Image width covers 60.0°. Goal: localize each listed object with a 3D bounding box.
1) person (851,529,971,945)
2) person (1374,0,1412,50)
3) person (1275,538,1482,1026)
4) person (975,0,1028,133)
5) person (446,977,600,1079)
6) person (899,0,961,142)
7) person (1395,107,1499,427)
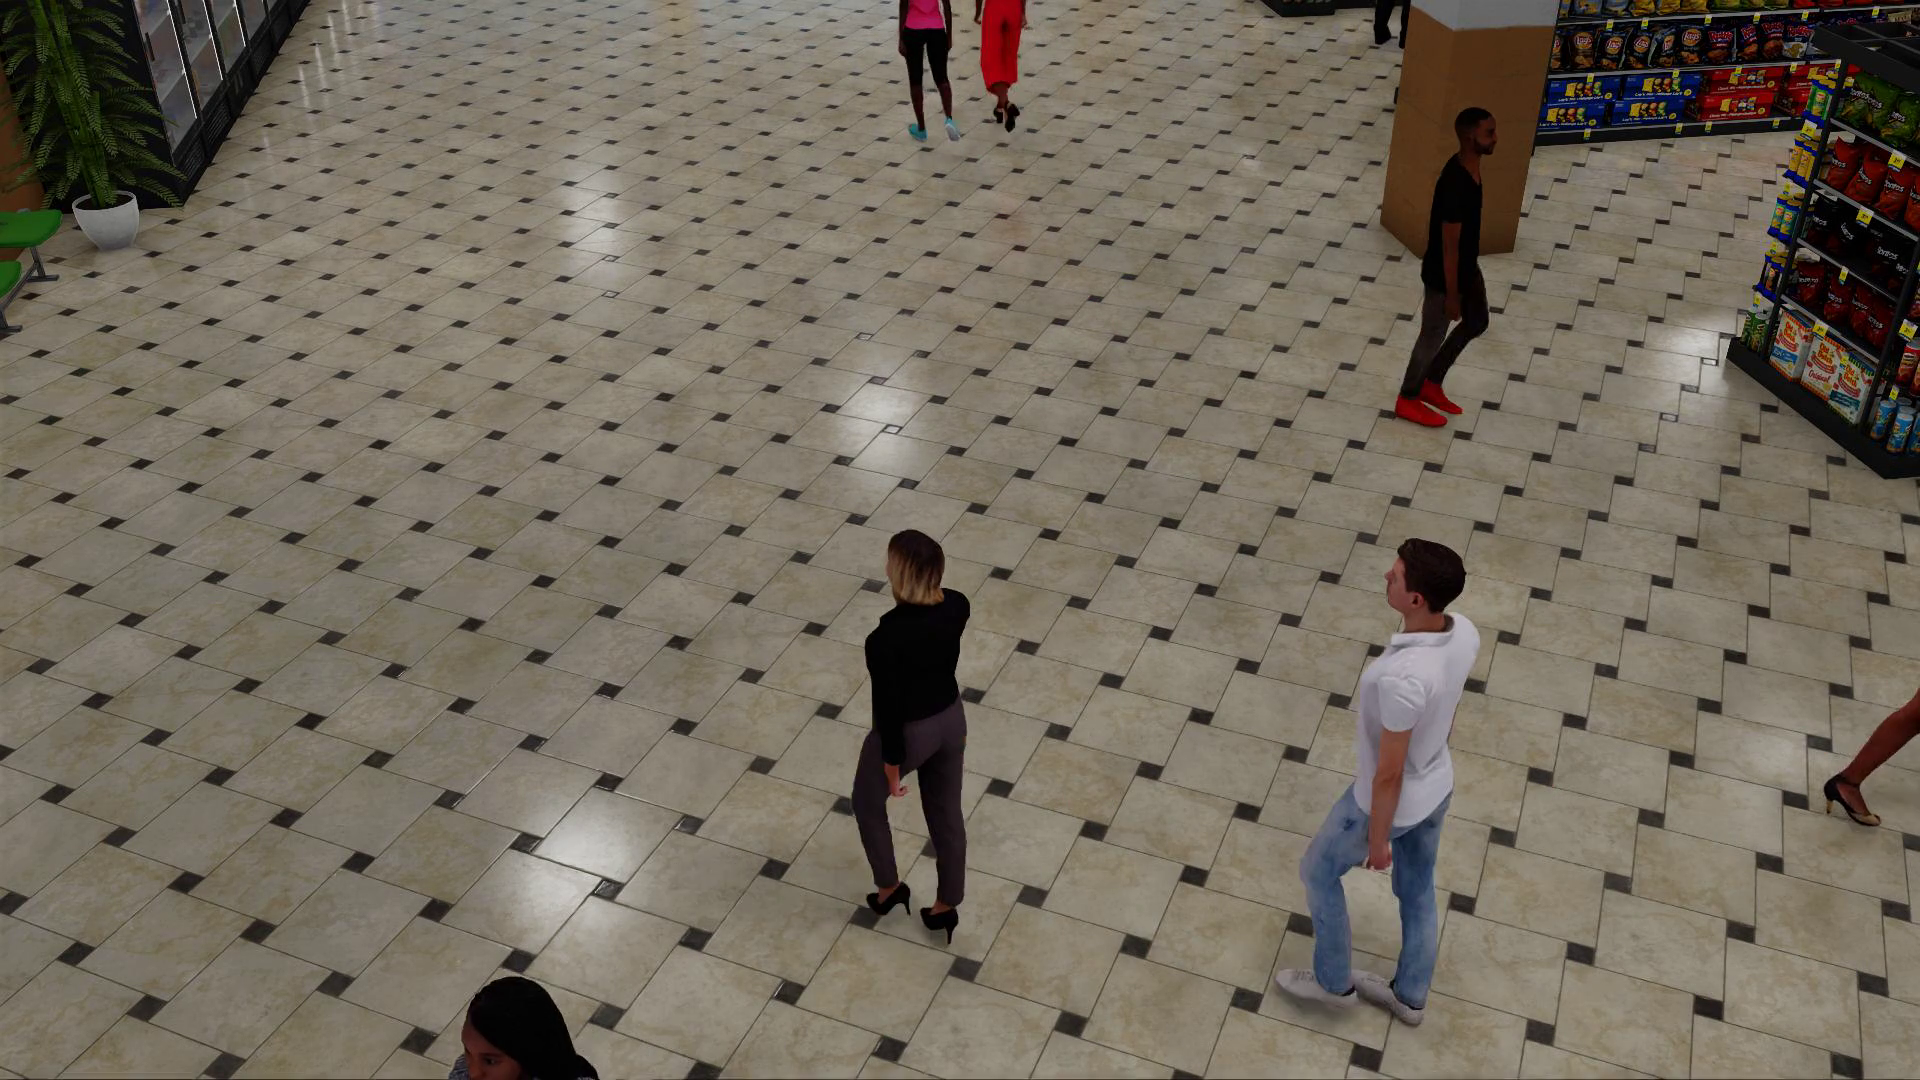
[{"bbox_3d":[-0.076,0.724,5.606,0.703,1.659,0.780,-24,39,-33],"label":"person"},{"bbox_3d":[4.177,-5.562,15.540,0.793,1.838,0.820,25,39,34],"label":"person"},{"bbox_3d":[1.469,0.846,5.249,0.871,1.831,0.806,27,41,36],"label":"person"},{"bbox_3d":[0.354,-4.110,13.275,1.022,1.767,0.625,-6,32,-9],"label":"person"},{"bbox_3d":[-0.933,1.658,4.057,0.753,1.711,0.821,15,35,23],"label":"person"},{"bbox_3d":[-0.253,-3.939,13.065,0.862,1.698,0.706,-7,33,-11],"label":"person"},{"bbox_3d":[2.559,-1.463,8.996,0.832,1.793,0.791,15,35,23],"label":"person"}]
